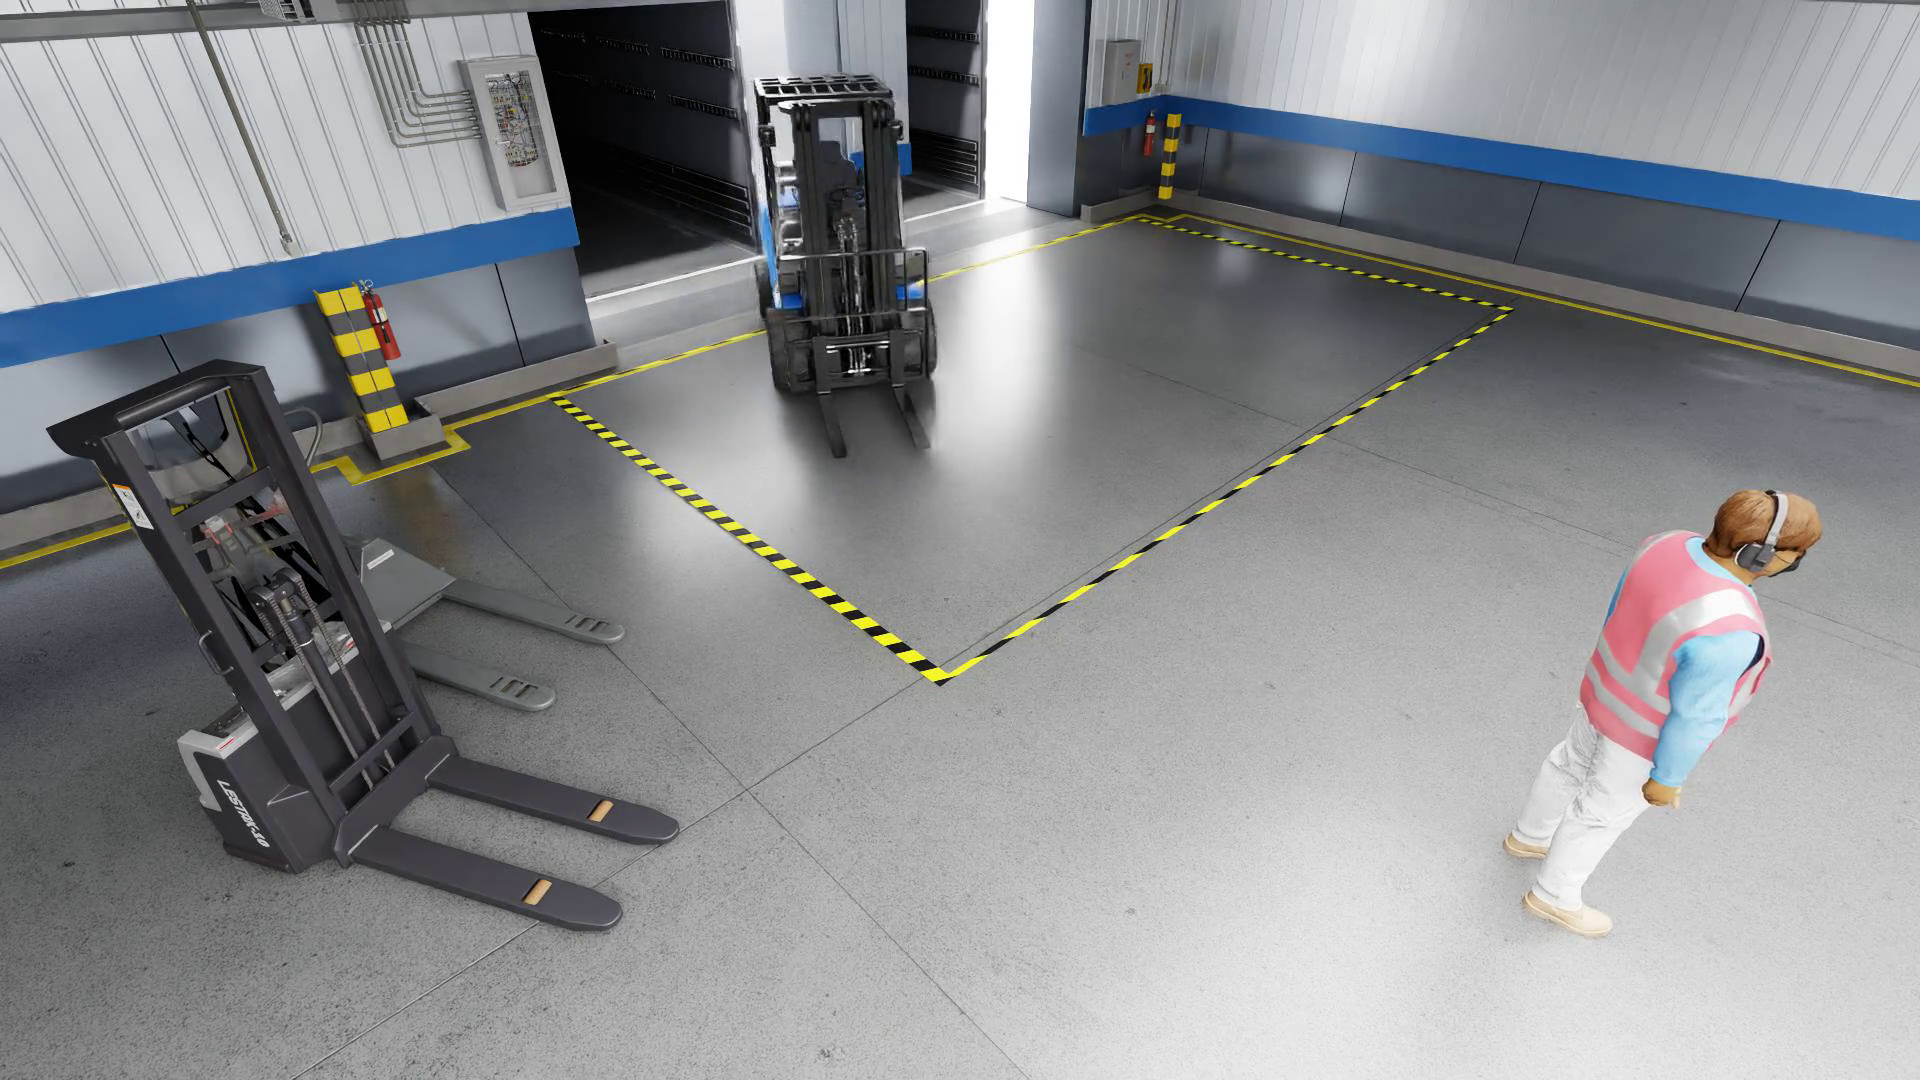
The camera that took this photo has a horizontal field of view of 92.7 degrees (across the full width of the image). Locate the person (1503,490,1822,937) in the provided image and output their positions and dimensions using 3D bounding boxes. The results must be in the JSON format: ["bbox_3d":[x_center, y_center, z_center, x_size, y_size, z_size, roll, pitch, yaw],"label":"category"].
[{"bbox_3d":[2.389,0.623,3.195,0.429,1.841,0.633,8,35,12],"label":"person"}]

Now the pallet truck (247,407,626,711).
[{"bbox_3d":[-2.628,0.038,4.590,1.601,1.201,0.680,12,36,18],"label":"pallet truck"}]

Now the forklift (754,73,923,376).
[{"bbox_3d":[-1.077,-2.751,7.697,1.157,2.036,2.680,-8,35,-11],"label":"forklift"}]

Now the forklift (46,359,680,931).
[{"bbox_3d":[-2.135,0.422,3.354,1.885,1.965,0.823,10,35,14],"label":"forklift"}]
